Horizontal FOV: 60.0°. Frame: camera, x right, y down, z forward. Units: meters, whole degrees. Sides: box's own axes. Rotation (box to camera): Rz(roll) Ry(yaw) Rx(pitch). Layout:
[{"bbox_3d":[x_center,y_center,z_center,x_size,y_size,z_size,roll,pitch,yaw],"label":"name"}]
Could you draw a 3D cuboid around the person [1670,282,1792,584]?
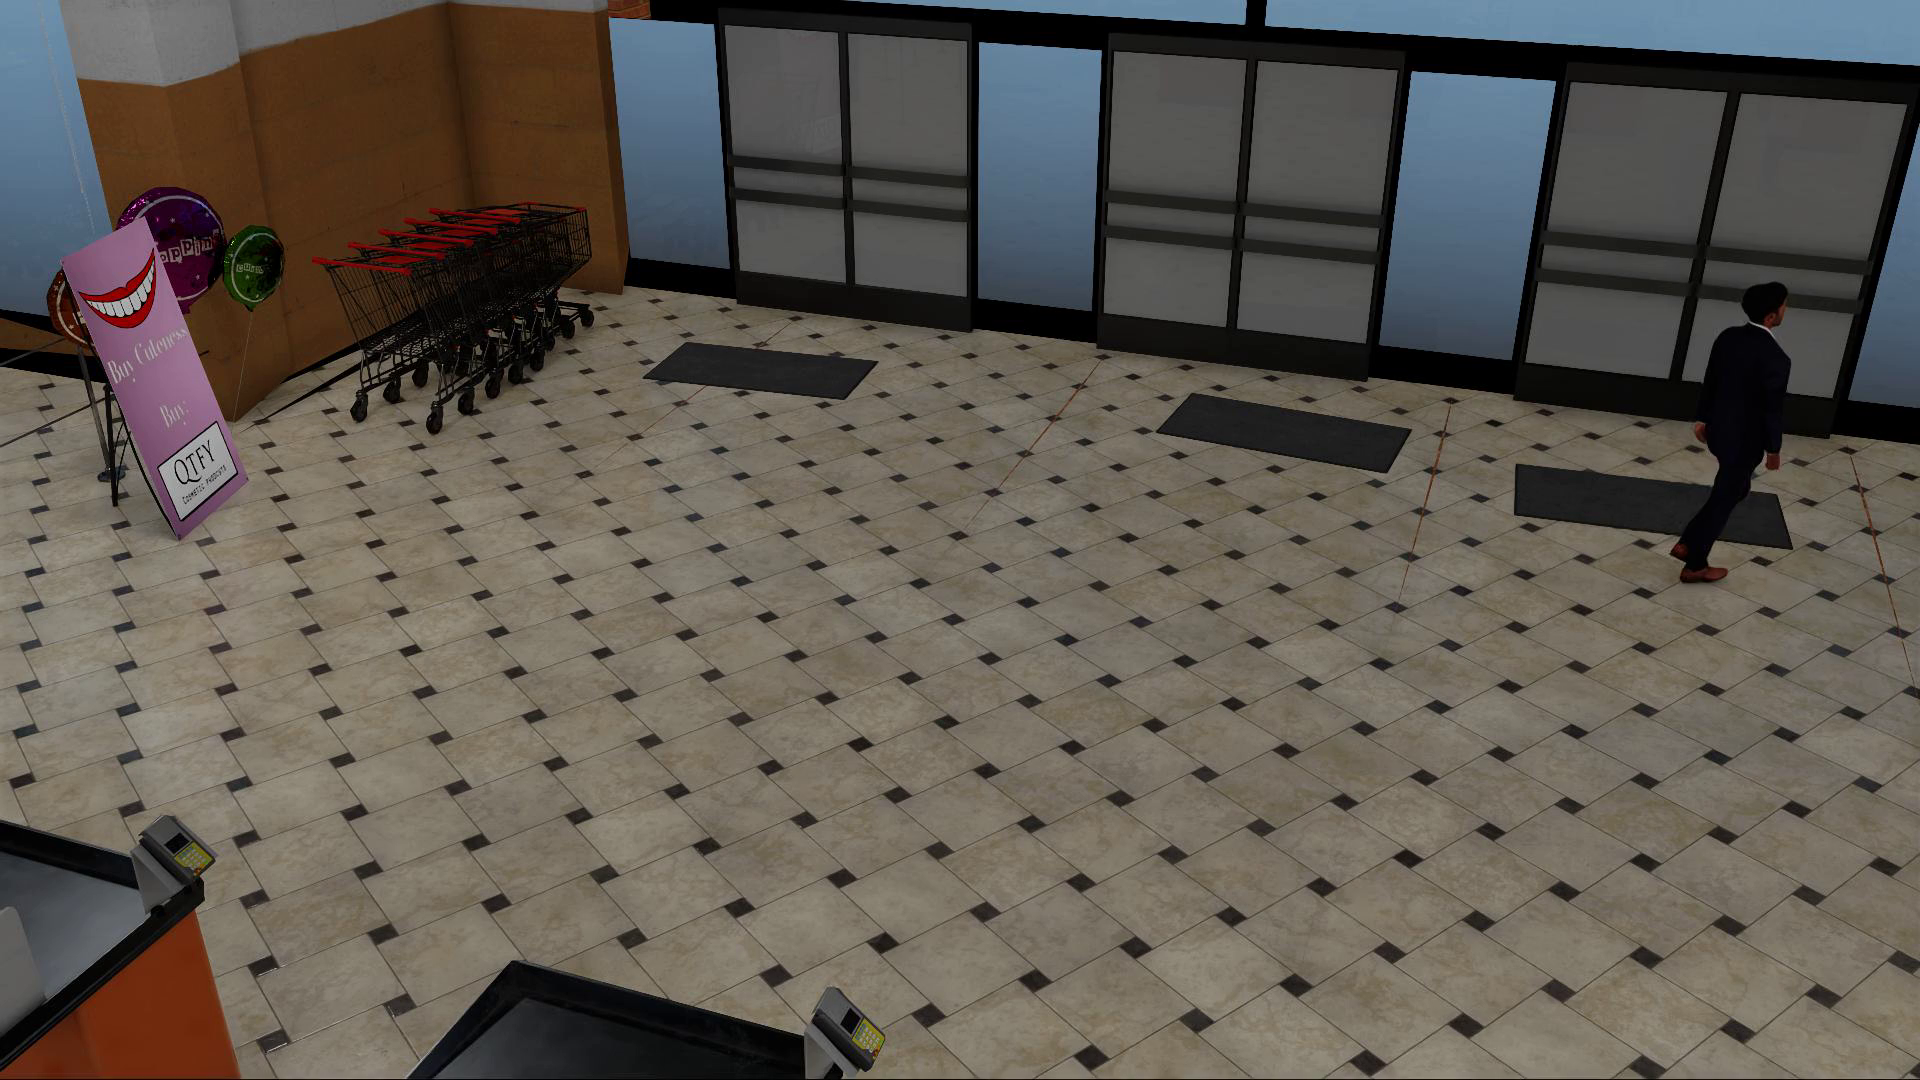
[{"bbox_3d":[4.011,-0.523,8.773,0.831,1.714,0.746,-6,27,-11],"label":"person"}]
